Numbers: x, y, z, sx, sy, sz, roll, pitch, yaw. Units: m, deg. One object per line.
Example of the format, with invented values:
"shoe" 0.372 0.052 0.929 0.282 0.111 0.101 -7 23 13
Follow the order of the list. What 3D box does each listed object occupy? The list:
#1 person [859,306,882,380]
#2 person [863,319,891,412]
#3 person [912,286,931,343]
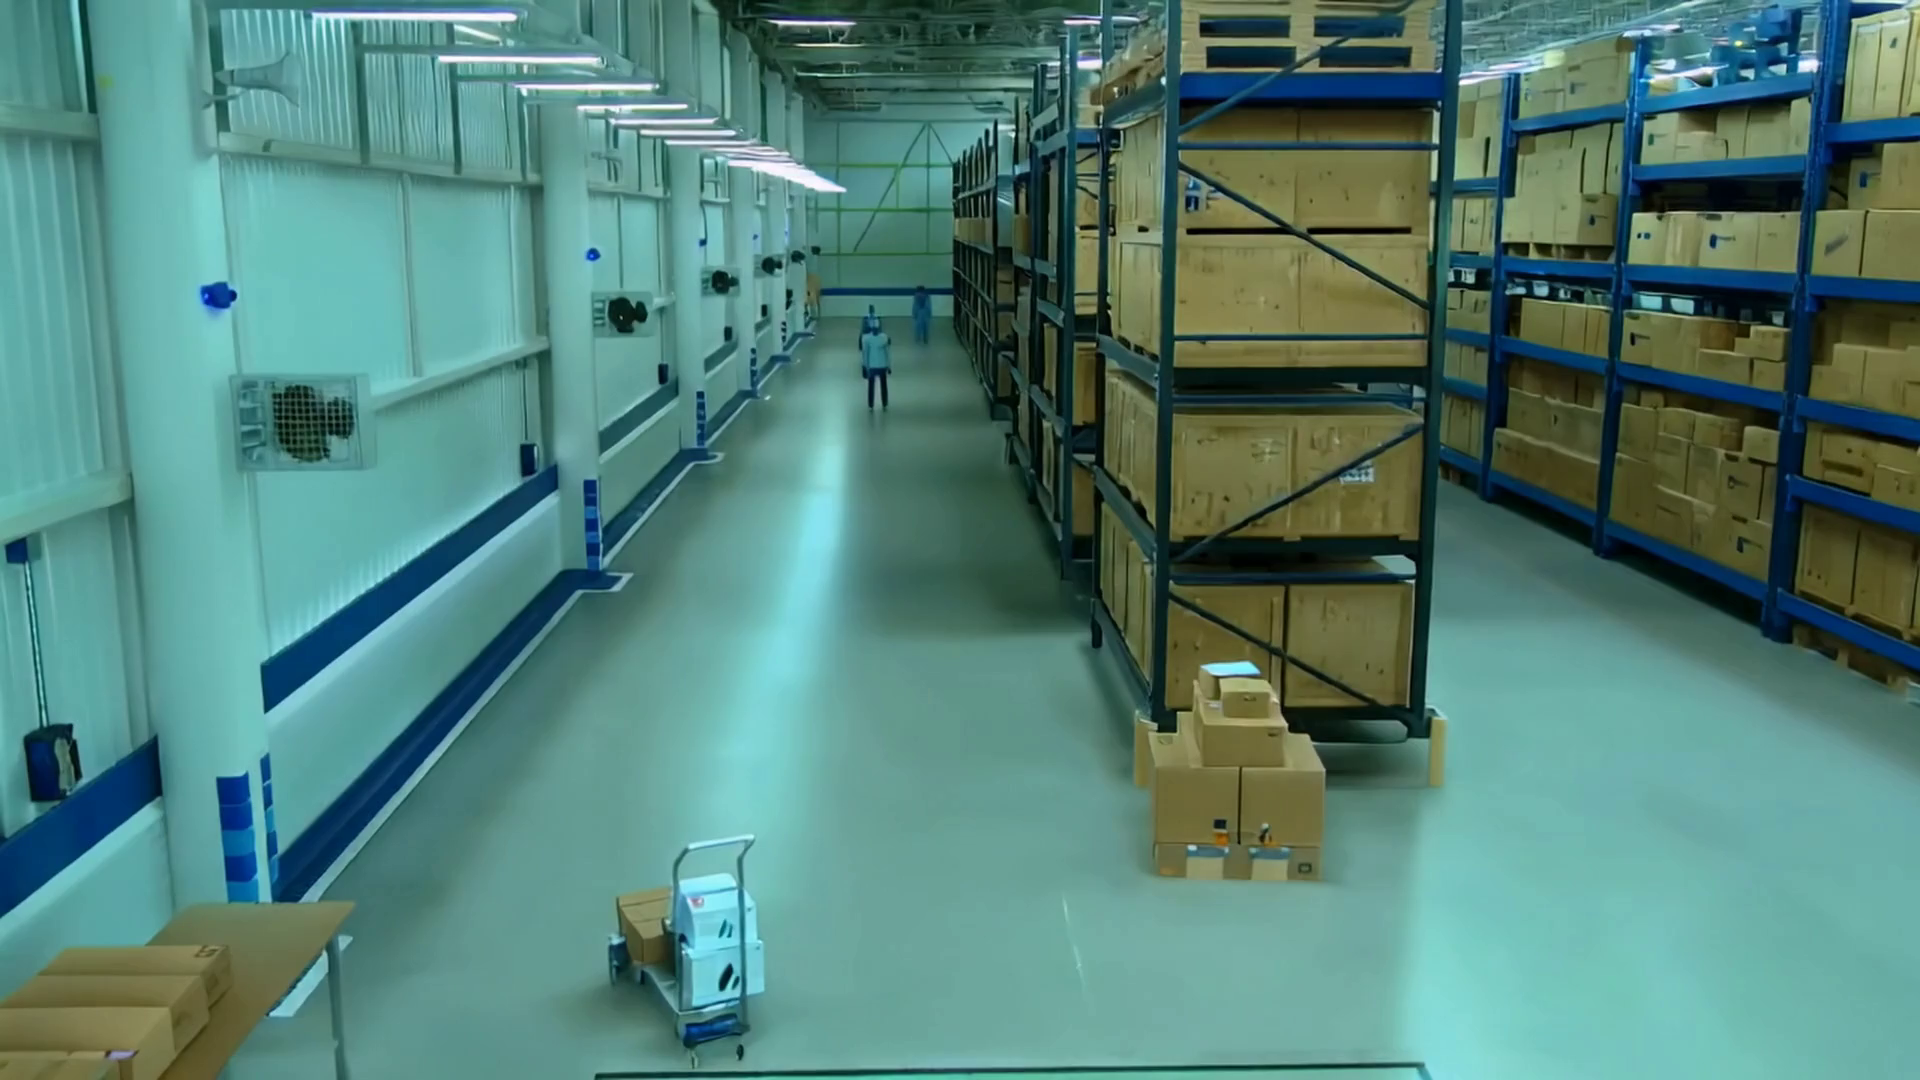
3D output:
"person" -2.297 -5.042 42.635 0.598 1.906 0.413 -2 11 -9
"person" -1.776 -3.736 35.630 0.616 1.987 0.407 -1 11 -3
"person" -1.303 -7.591 55.953 0.650 1.884 0.787 1 11 3
